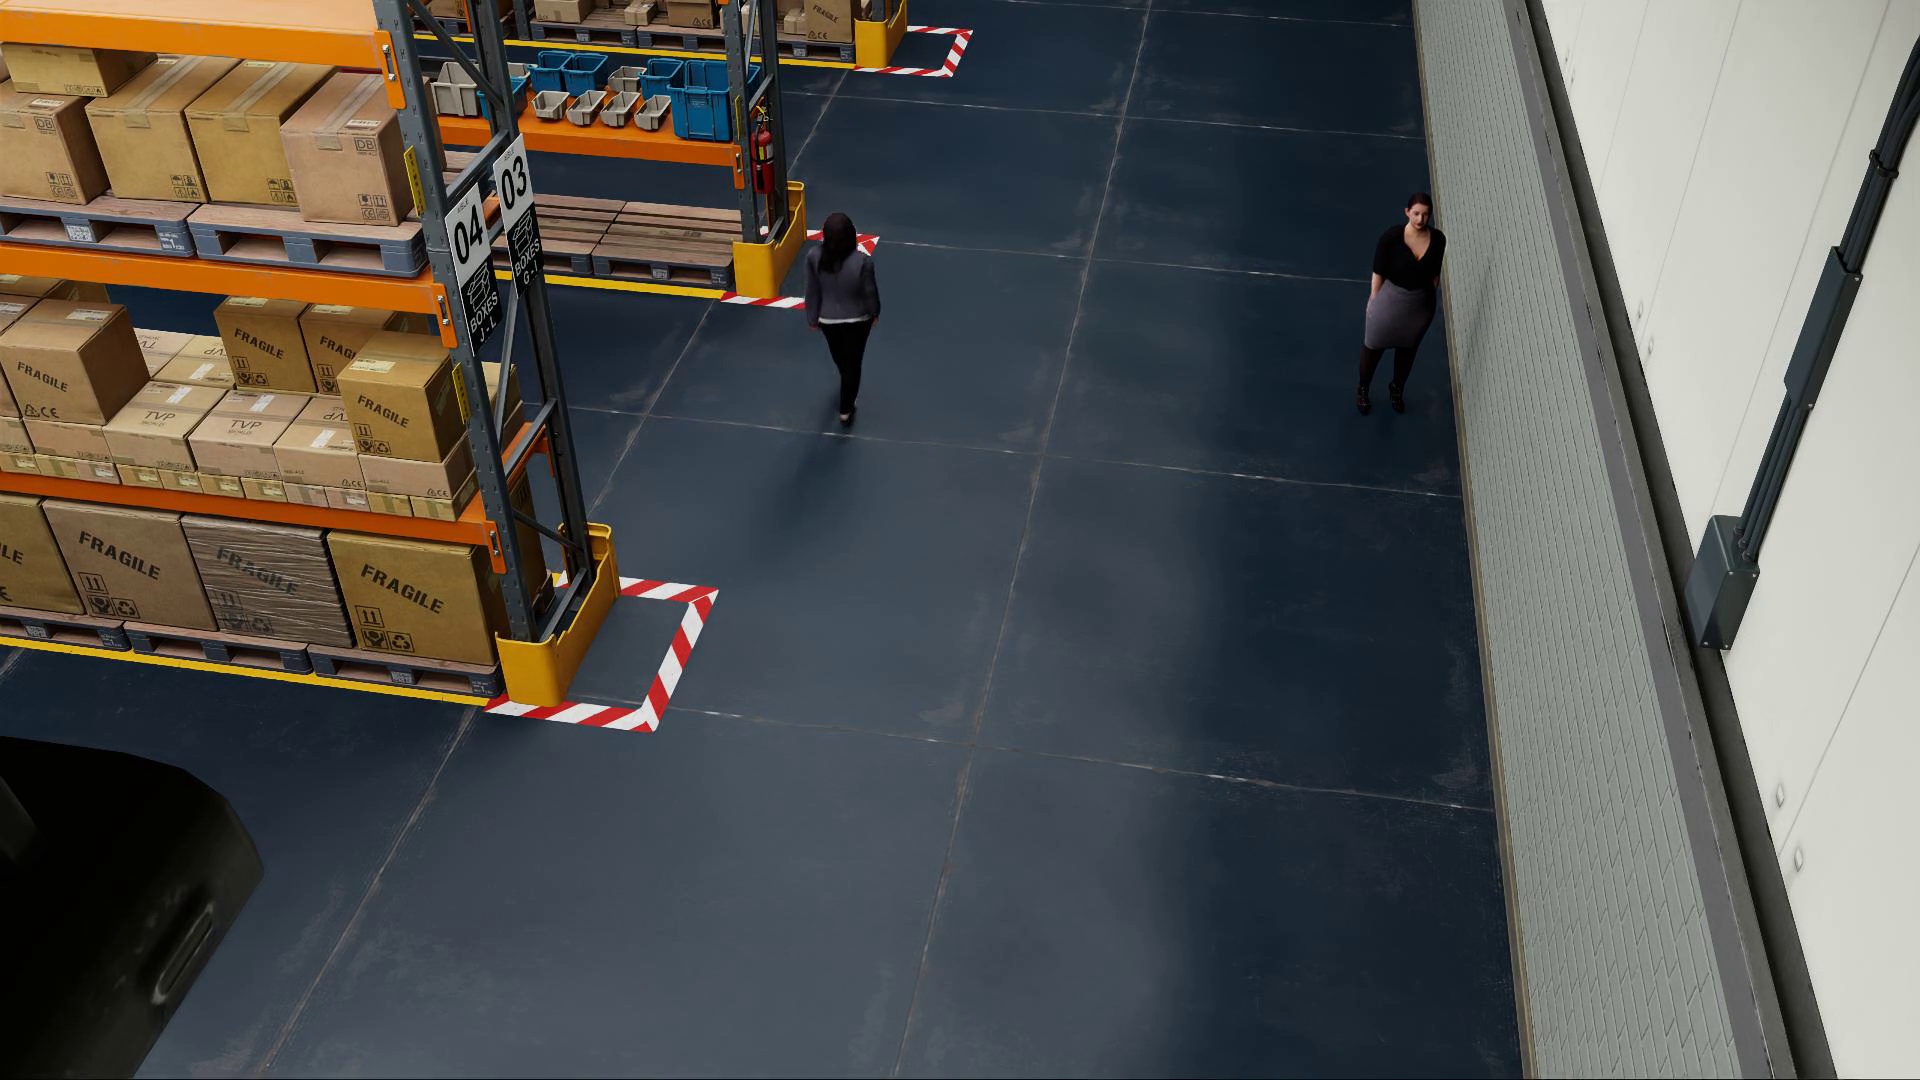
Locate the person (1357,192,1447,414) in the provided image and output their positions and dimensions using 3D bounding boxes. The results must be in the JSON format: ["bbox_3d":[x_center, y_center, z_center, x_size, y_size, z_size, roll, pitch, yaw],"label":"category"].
[{"bbox_3d":[3.185,-1.712,12.035,0.624,1.760,0.773,-1,38,-2],"label":"person"}]

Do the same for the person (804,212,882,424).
[{"bbox_3d":[-0.856,-1.589,12.041,0.960,1.558,0.758,8,39,10],"label":"person"}]
